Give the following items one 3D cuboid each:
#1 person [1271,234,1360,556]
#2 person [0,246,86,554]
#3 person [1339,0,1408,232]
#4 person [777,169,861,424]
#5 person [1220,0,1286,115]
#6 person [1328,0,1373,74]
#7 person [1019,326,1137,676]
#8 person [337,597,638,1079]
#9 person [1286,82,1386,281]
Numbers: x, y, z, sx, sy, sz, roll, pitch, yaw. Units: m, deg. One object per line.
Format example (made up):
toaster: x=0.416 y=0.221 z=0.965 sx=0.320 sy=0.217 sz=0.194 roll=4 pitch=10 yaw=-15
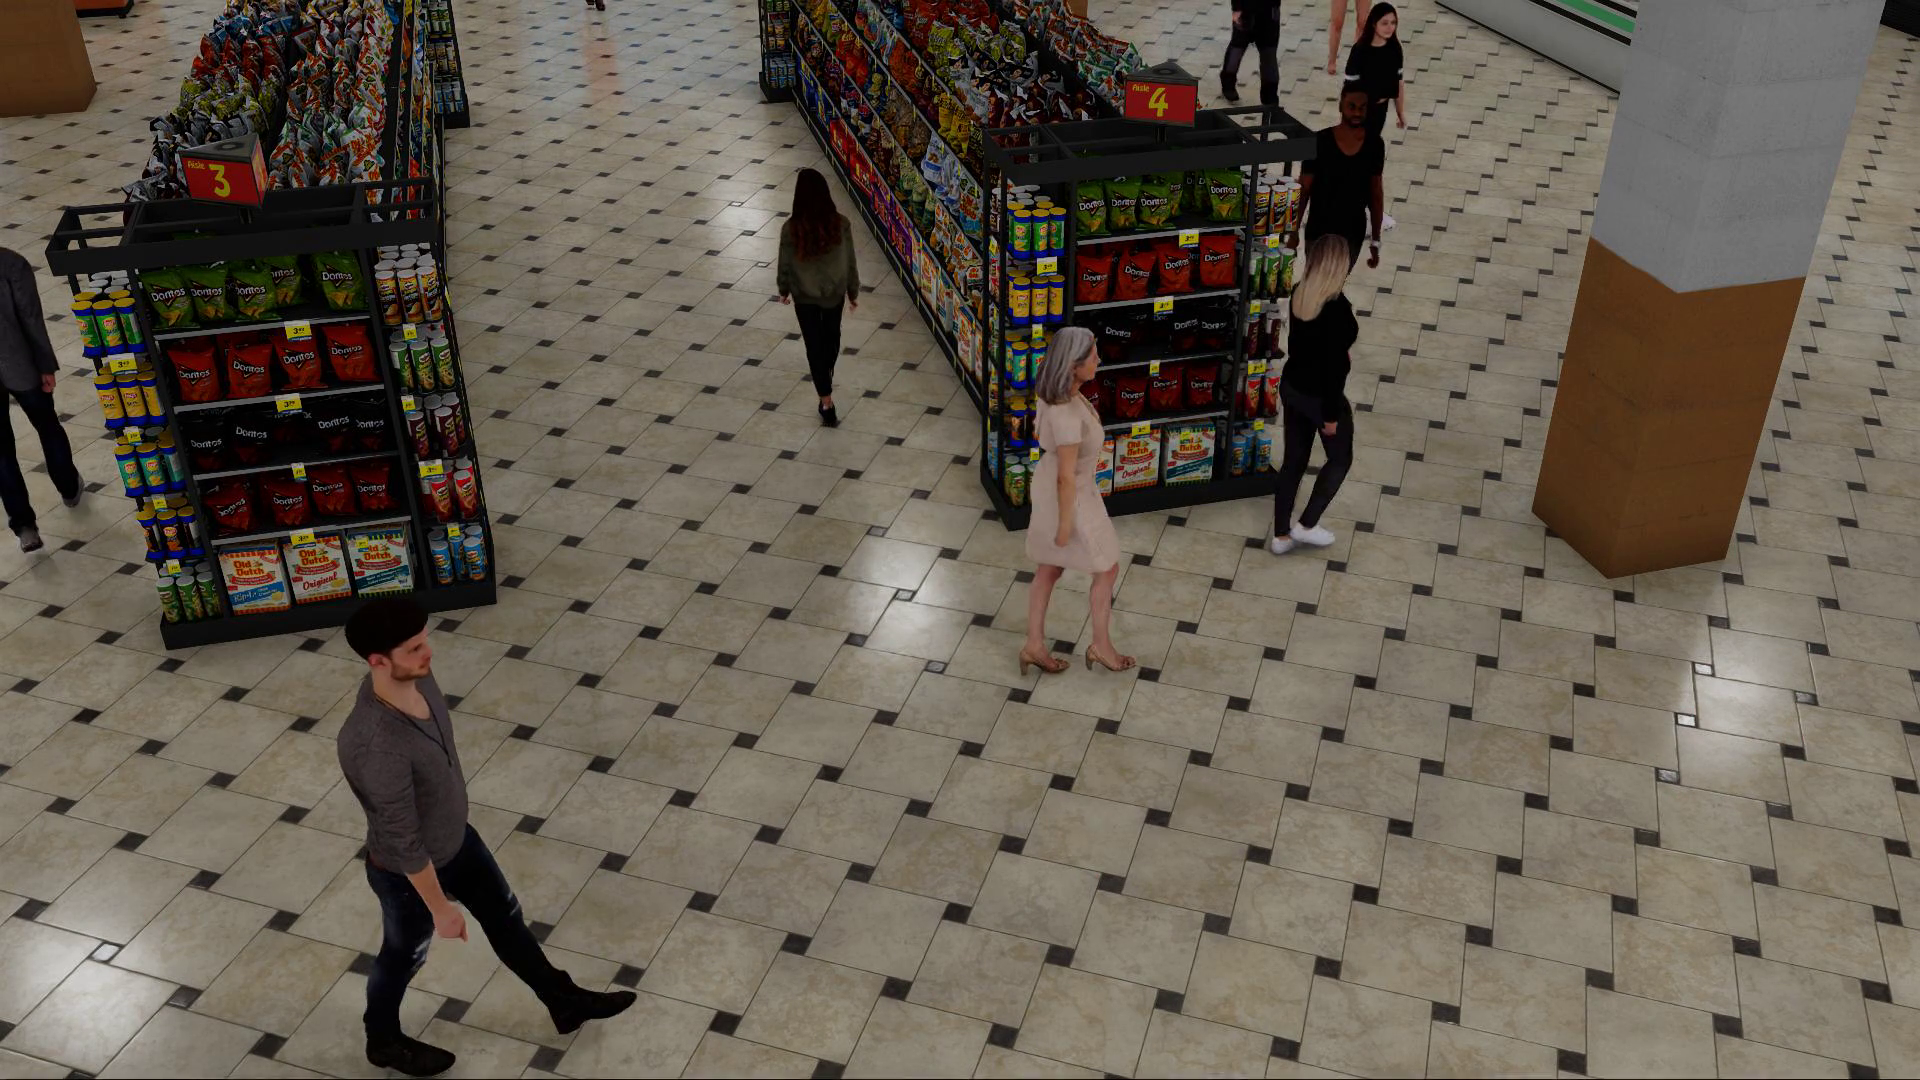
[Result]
person: x=1.647 y=-0.663 z=8.169 sx=0.748 sy=1.670 sz=0.594 roll=-14 pitch=35 yaw=-22
person: x=-4.754 y=-0.795 z=8.224 sx=0.824 sy=1.837 sz=1.216 roll=-14 pitch=35 yaw=-22
person: x=2.937 y=-3.119 z=12.175 sx=0.767 sy=1.609 sz=1.074 roll=-17 pitch=36 yaw=-25
person: x=-0.788 y=-1.358 z=9.496 sx=0.610 sy=1.448 sz=0.877 roll=-7 pitch=33 yaw=-11
person: x=2.527 y=-4.634 z=14.436 sx=0.726 sy=1.791 sz=1.130 roll=-8 pitch=33 yaw=-13
person: x=3.650 y=-5.185 z=15.410 sx=0.657 sy=1.699 sz=0.648 roll=3 pitch=32 yaw=5
person: x=0.376 y=-0.125 z=7.256 sx=0.674 sy=1.722 sz=0.689 roll=-7 pitch=33 yaw=-11
person: x=-1.807 y=1.005 z=5.305 sx=1.005 sy=1.864 sz=1.181 roll=1 pitch=32 yaw=1
person: x=2.232 y=-1.881 z=10.012 sx=0.746 sy=1.791 sz=0.783 roll=-3 pitch=32 yaw=-4
